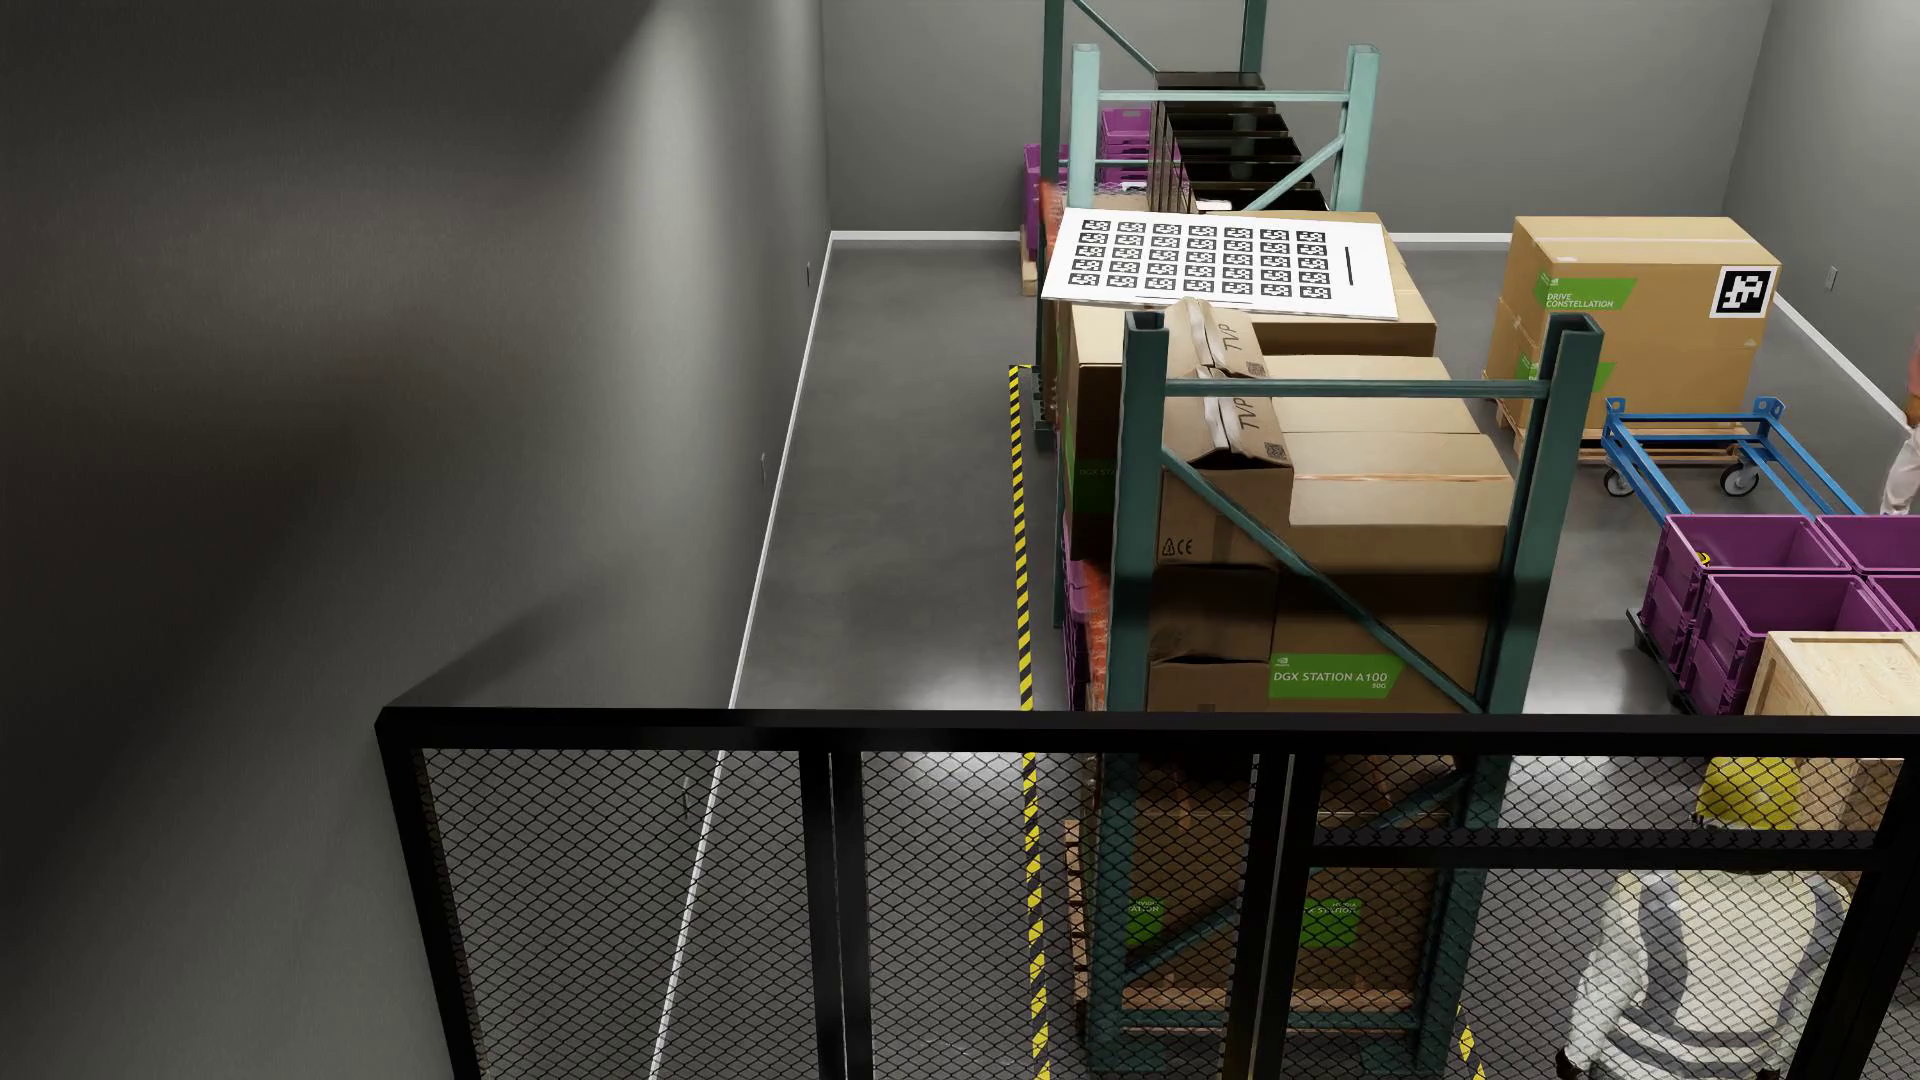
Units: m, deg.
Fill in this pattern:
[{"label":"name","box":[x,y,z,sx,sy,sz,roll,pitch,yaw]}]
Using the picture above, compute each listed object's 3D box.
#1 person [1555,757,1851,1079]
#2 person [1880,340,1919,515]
[{"label":"person","box":[1.817,1.267,4.218,0.591,1.827,0.403,0,31,0]},{"label":"person","box":[4.493,-0.712,7.375,0.639,1.957,0.584,-1,31,-1]}]
